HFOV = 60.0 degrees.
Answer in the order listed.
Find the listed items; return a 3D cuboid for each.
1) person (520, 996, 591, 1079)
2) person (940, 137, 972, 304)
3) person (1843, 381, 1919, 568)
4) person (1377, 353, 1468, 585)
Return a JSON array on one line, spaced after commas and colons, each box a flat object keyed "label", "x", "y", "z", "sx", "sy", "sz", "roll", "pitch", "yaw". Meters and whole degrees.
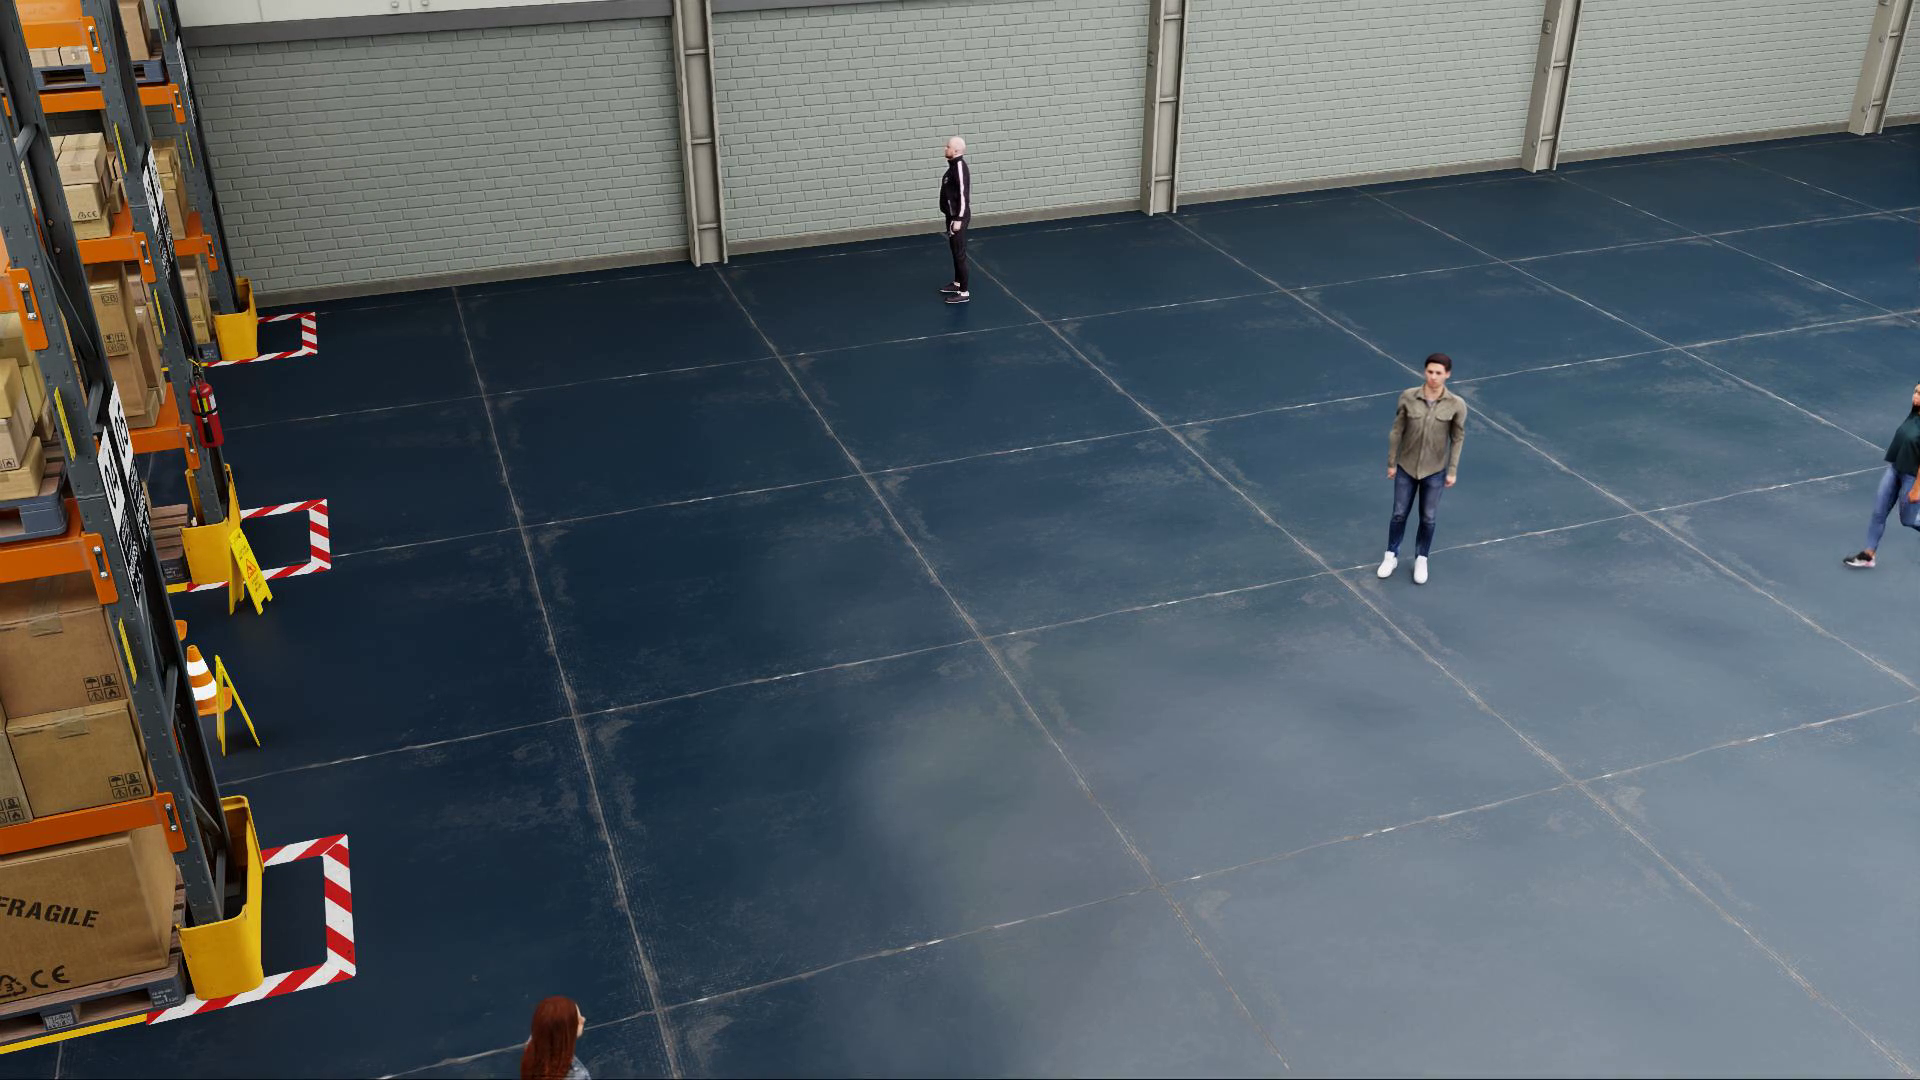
[{"label": "person", "x": -1.752, "y": 2.649, "z": 7.020, "sx": 1.098, "sy": 1.659, "sz": 0.689, "roll": -13, "pitch": 31, "yaw": -23}, {"label": "person", "x": -0.024, "y": -3.579, "z": 18.526, "sx": 0.645, "sy": 1.837, "sz": 0.714, "roll": -4, "pitch": 28, "yaw": -7}, {"label": "person", "x": 7.477, "y": -0.487, "z": 12.976, "sx": 1.071, "sy": 1.596, "sz": 0.782, "roll": -1, "pitch": 28, "yaw": -1}, {"label": "person", "x": 3.577, "y": -0.573, "z": 12.853, "sx": 0.774, "sy": 1.864, "sz": 0.847, "roll": 11, "pitch": 30, "yaw": 19}]
